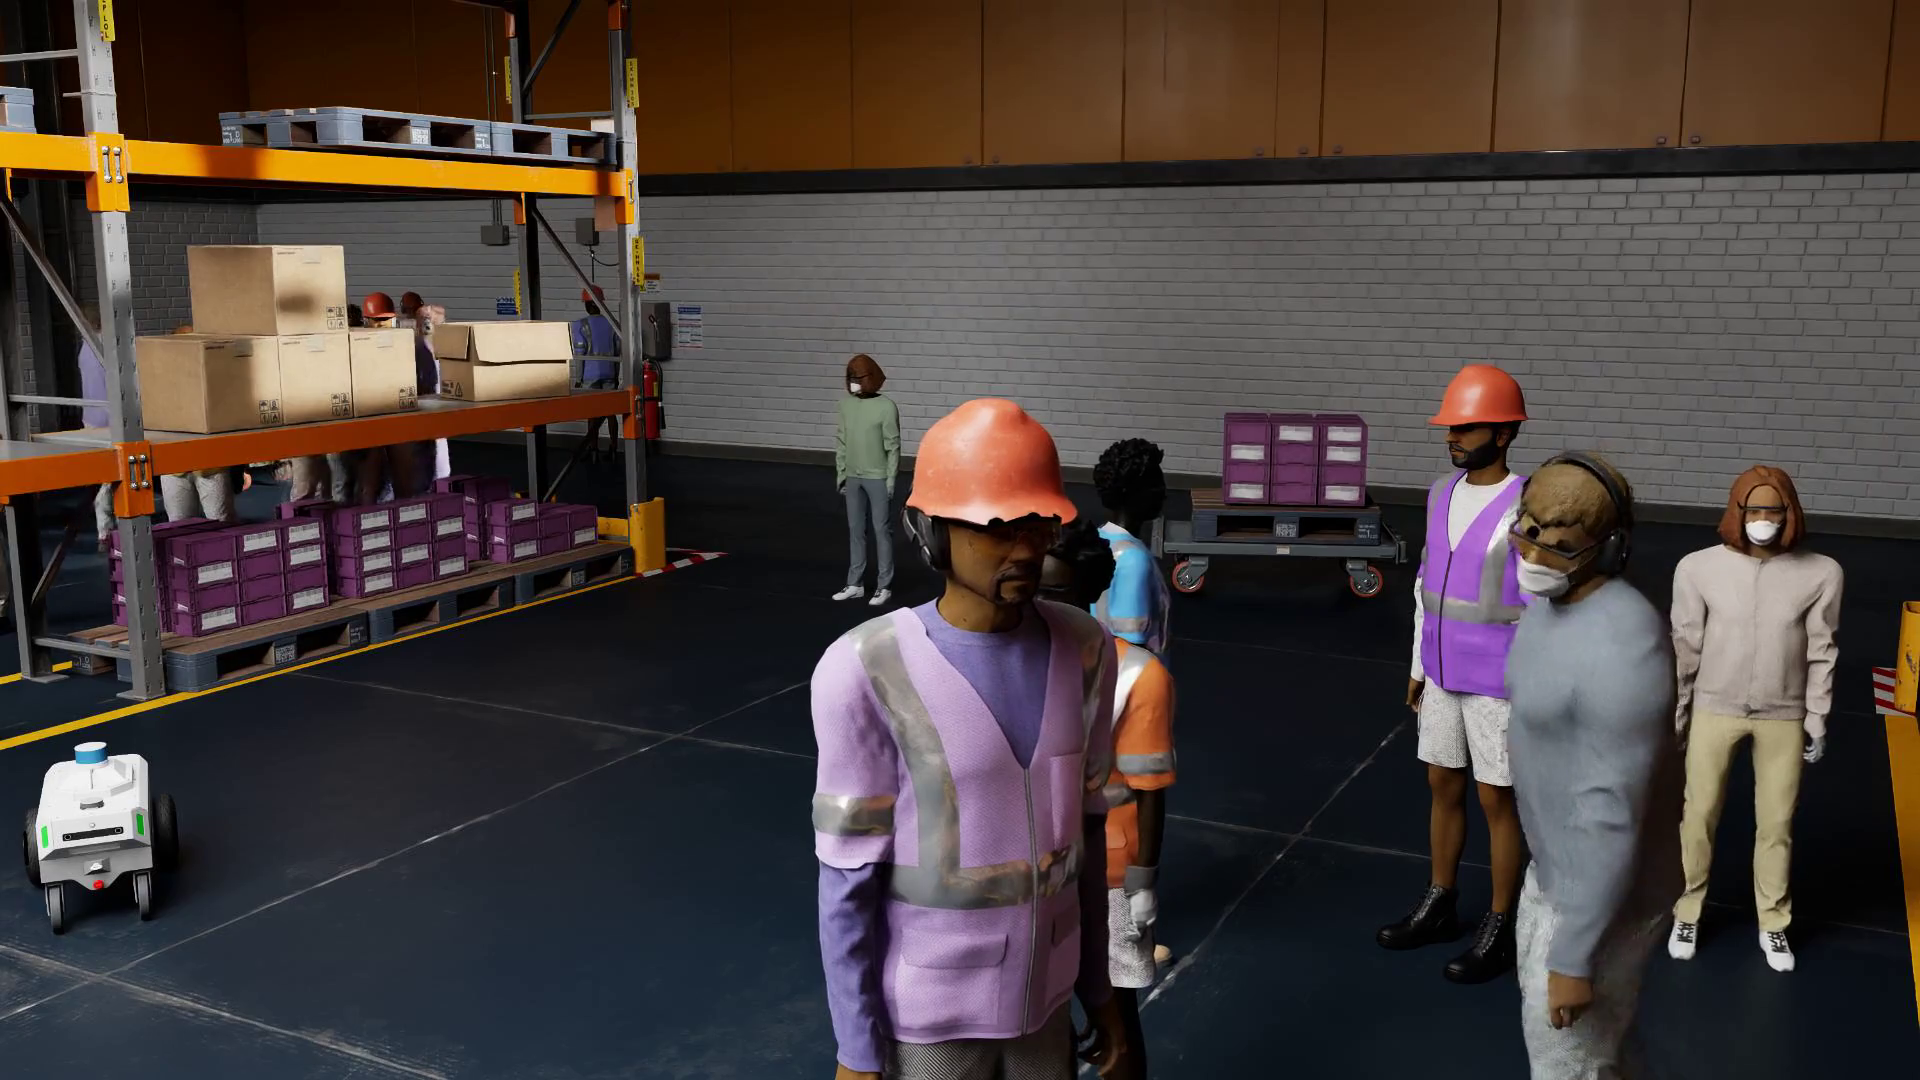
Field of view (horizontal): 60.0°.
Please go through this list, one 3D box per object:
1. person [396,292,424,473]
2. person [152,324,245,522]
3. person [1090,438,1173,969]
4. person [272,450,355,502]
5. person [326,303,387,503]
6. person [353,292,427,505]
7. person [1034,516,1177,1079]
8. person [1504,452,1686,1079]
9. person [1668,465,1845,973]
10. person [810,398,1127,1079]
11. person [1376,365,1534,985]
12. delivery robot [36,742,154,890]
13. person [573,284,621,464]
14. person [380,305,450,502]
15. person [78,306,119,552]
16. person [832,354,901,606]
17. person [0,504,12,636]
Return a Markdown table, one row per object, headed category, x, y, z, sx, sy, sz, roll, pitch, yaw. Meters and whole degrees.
| category | x | y | z | sx | sy | sz | roll | pitch | yaw |
| --- | --- | --- | --- | --- | --- | --- | --- | --- | --- |
| person | -5.583 | -1.603 | 17.107 | 0.581 | 1.882 | 0.339 | -5 | 11 | -26 |
| person | -4.885 | -0.459 | 10.653 | 0.618 | 1.835 | 0.430 | 0 | 10 | -3 |
| person | 0.518 | 0.516 | 5.381 | 0.322 | 1.696 | 0.533 | -1 | 10 | -7 |
| person | -4.526 | -0.718 | 11.761 | 0.630 | 1.963 | 0.836 | 9 | 13 | 41 |
| person | -4.486 | -0.774 | 12.218 | 0.637 | 1.918 | 0.431 | 6 | 11 | 29 |
| person | -4.195 | -0.798 | 12.125 | 0.611 | 1.995 | 0.375 | -6 | 12 | -32 |
| person | 0.265 | 0.769 | 3.949 | 0.537 | 1.691 | 0.320 | 7 | 12 | 36 |
| person | 1.329 | 0.742 | 3.510 | 0.474 | 1.895 | 0.736 | 2 | 10 | 11 |
| person | 2.504 | 0.568 | 5.299 | 0.491 | 1.626 | 0.280 | 3 | 10 | 18 |
| person | 0.044 | 0.777 | 2.872 | 0.608 | 2.044 | 0.371 | -7 | 12 | -35 |
| person | 1.609 | 0.420 | 5.240 | 0.360 | 1.939 | 0.543 | -5 | 11 | -27 |
| delivery robot | -3.044 | 0.957 | 5.862 | 0.477 | 0.478 | 0.707 | -5 | 11 | -25 |
| person | -3.943 | -1.795 | 18.057 | 0.545 | 1.942 | 0.349 | -8 | 13 | -41 |
| person | -4.267 | -0.891 | 12.982 | 0.687 | 1.886 | 0.657 | -1 | 10 | -6 |
| person | -6.474 | -0.872 | 12.784 | 0.651 | 1.910 | 0.568 | 8 | 13 | 38 |
| person | -0.608 | -0.392 | 10.819 | 0.501 | 1.633 | 0.289 | 7 | 12 | 36 |
| person | -5.933 | -0.329 | 9.869 | 0.590 | 1.837 | 0.404 | 0 | 10 | -1 |
